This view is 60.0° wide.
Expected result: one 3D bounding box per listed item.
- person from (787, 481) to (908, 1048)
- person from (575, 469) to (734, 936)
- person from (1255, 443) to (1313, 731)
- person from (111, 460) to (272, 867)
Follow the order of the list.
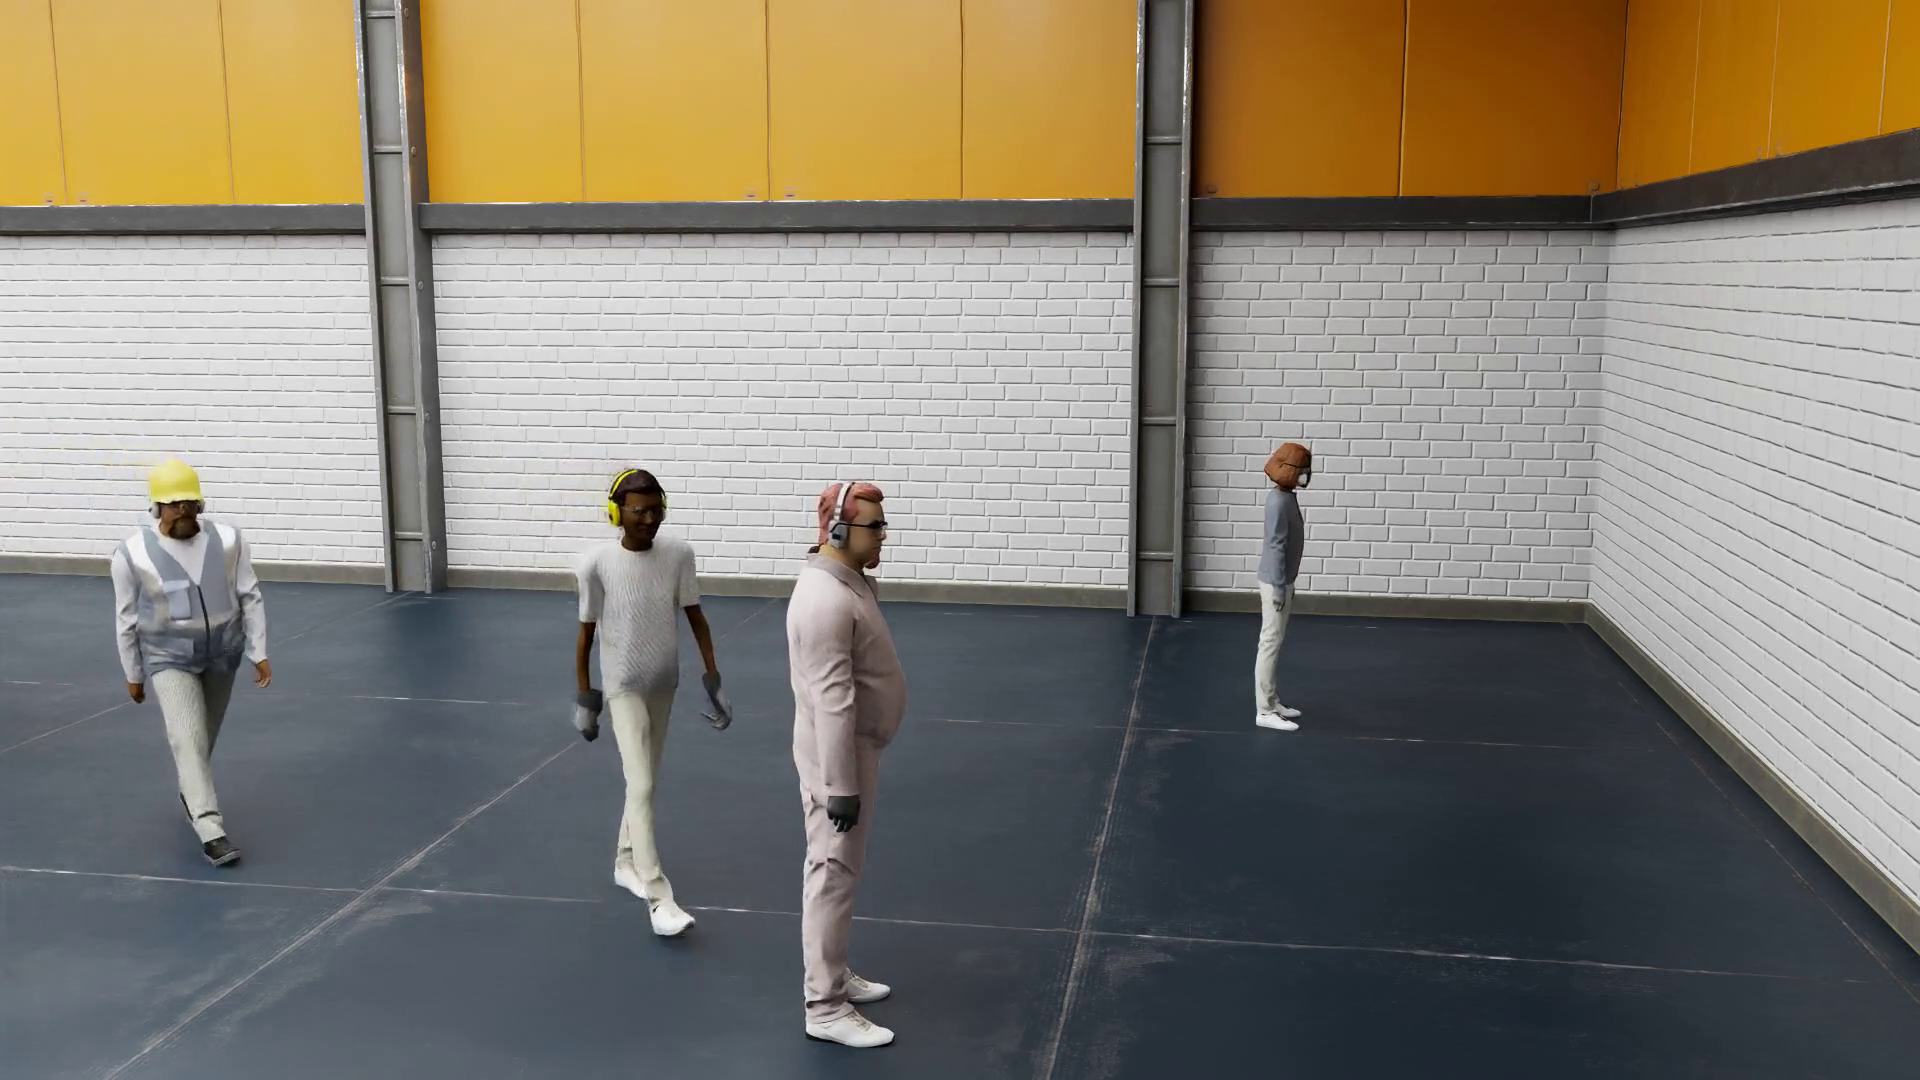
[{"bbox_3d":[-0.378,0.745,5.677,0.401,1.904,0.650,-1,9,-3],"label":"person"},{"bbox_3d":[-1.202,0.630,6.641,0.541,1.827,0.940,-8,12,-40],"label":"person"},{"bbox_3d":[1.849,0.254,9.533,0.289,1.633,0.501,3,10,16],"label":"person"},{"bbox_3d":[-3.477,0.511,7.533,0.584,1.785,0.980,-9,13,-44],"label":"person"}]
